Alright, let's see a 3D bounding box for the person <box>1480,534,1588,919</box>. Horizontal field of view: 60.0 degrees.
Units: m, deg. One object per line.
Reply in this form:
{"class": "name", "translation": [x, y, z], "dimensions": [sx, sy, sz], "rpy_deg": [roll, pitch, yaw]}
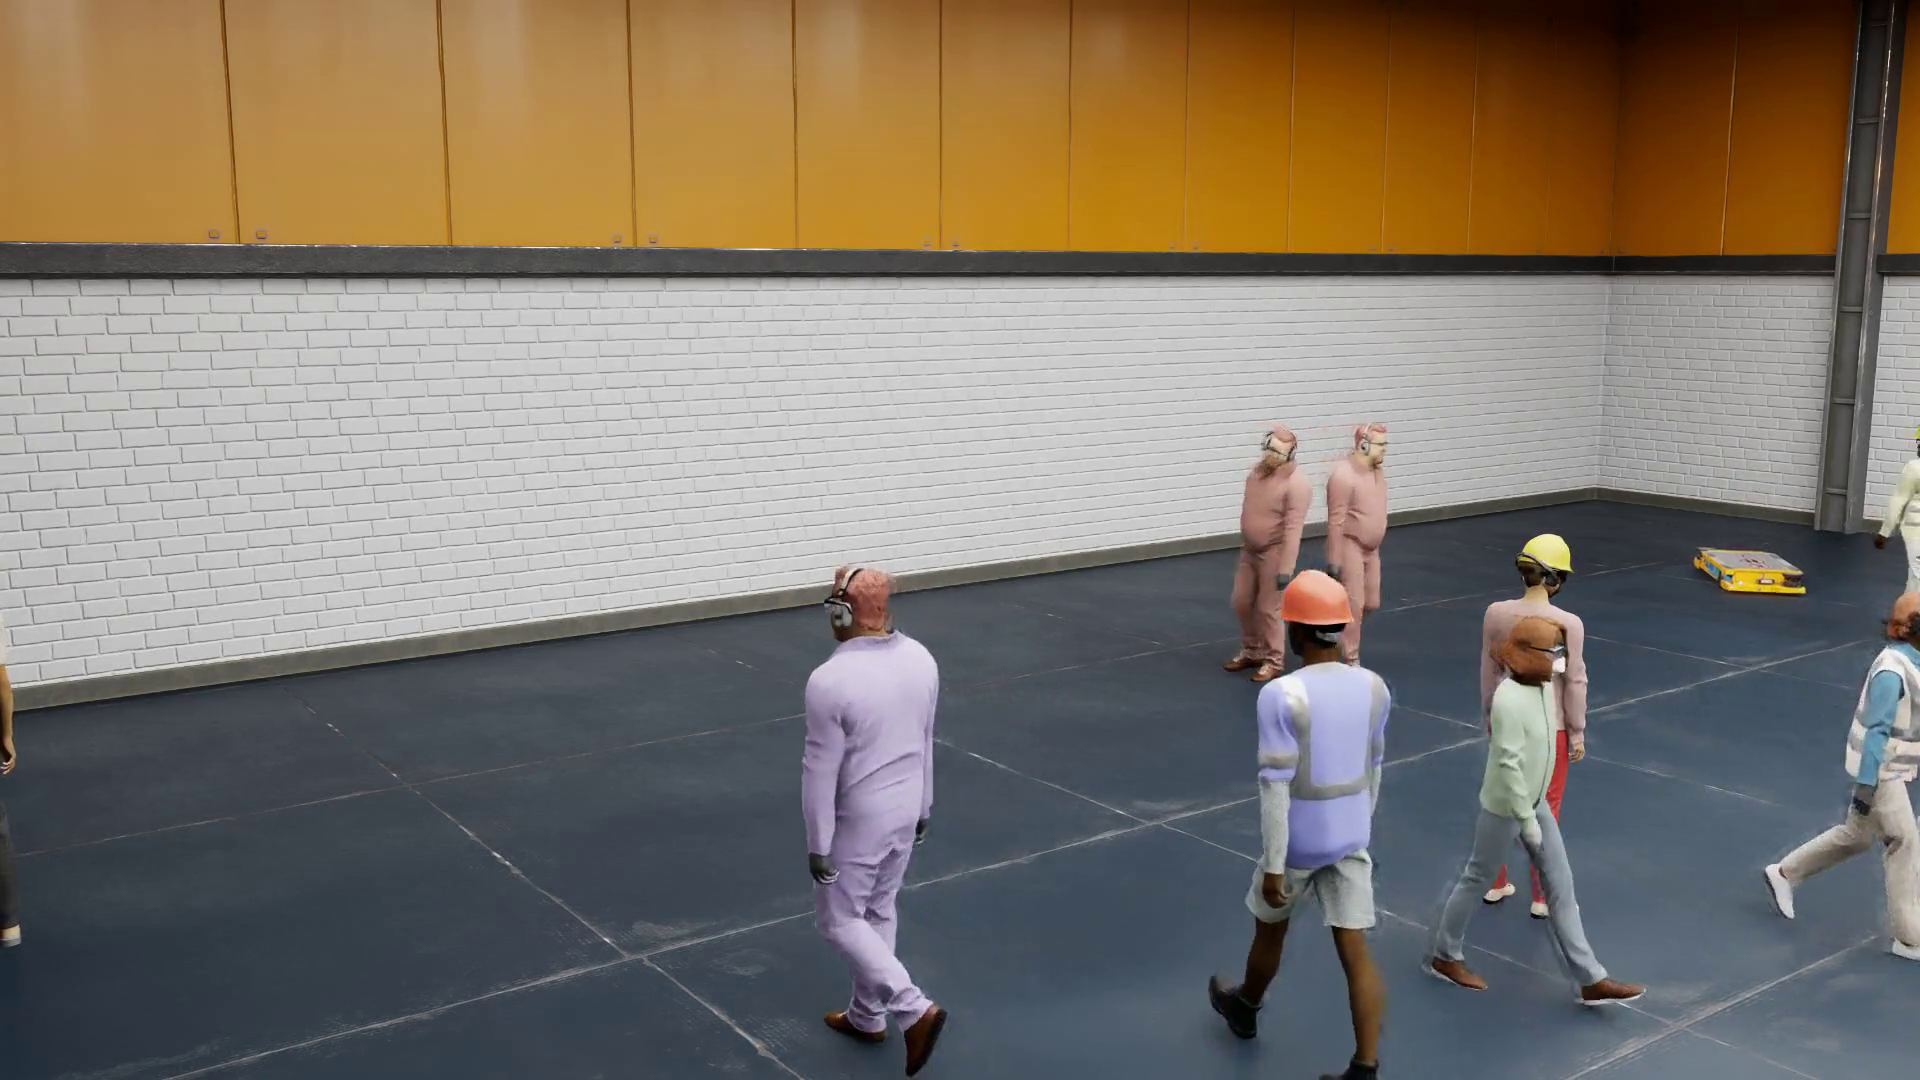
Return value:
{"class": "person", "translation": [2.633, 0.847, 7.632], "dimensions": [0.327, 1.760, 0.523], "rpy_deg": [-7, 12, -38]}

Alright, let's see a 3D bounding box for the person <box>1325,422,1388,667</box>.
{"class": "person", "translation": [2.791, 0.073, 12.041], "dimensions": [0.603, 1.885, 0.652], "rpy_deg": [8, 12, 42]}

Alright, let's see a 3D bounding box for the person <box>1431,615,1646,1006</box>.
{"class": "person", "translation": [2.305, 1.090, 6.653], "dimensions": [0.872, 1.587, 0.509], "rpy_deg": [8, 12, 42]}

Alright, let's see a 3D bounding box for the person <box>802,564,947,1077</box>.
{"class": "person", "translation": [-0.298, 1.032, 6.123], "dimensions": [0.666, 1.890, 0.650], "rpy_deg": [8, 12, 40]}

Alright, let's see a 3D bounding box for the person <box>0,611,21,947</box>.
{"class": "person", "translation": [-4.325, 0.887, 7.120], "dimensions": [0.325, 1.842, 0.513], "rpy_deg": [8, 12, 40]}

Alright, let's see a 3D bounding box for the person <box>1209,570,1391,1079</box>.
{"class": "person", "translation": [1.261, 1.042, 6.027], "dimensions": [0.566, 1.883, 1.011], "rpy_deg": [-4, 10, -21]}

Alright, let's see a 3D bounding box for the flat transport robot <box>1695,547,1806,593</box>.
{"class": "flat transport robot", "translation": [7.442, 0.279, 15.705], "dimensions": [0.652, 0.197, 1.431], "rpy_deg": [2, 9, 12]}

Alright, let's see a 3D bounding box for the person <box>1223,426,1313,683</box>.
{"class": "person", "translation": [2.195, 0.111, 11.846], "dimensions": [0.416, 1.862, 0.725], "rpy_deg": [-5, 10, -27]}

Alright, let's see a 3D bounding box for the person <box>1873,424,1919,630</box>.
{"class": "person", "translation": [7.570, -0.072, 13.173], "dimensions": [0.609, 1.800, 0.822], "rpy_deg": [-3, 10, -18]}

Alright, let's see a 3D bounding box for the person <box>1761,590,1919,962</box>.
{"class": "person", "translation": [3.951, 0.989, 7.248], "dimensions": [0.777, 1.601, 0.555], "rpy_deg": [7, 12, 39]}

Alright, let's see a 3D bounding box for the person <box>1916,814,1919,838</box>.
{"class": "person", "translation": [4.856, 0.779, 7.690], "dimensions": [0.676, 1.869, 0.975], "rpy_deg": [-6, 11, -33]}
